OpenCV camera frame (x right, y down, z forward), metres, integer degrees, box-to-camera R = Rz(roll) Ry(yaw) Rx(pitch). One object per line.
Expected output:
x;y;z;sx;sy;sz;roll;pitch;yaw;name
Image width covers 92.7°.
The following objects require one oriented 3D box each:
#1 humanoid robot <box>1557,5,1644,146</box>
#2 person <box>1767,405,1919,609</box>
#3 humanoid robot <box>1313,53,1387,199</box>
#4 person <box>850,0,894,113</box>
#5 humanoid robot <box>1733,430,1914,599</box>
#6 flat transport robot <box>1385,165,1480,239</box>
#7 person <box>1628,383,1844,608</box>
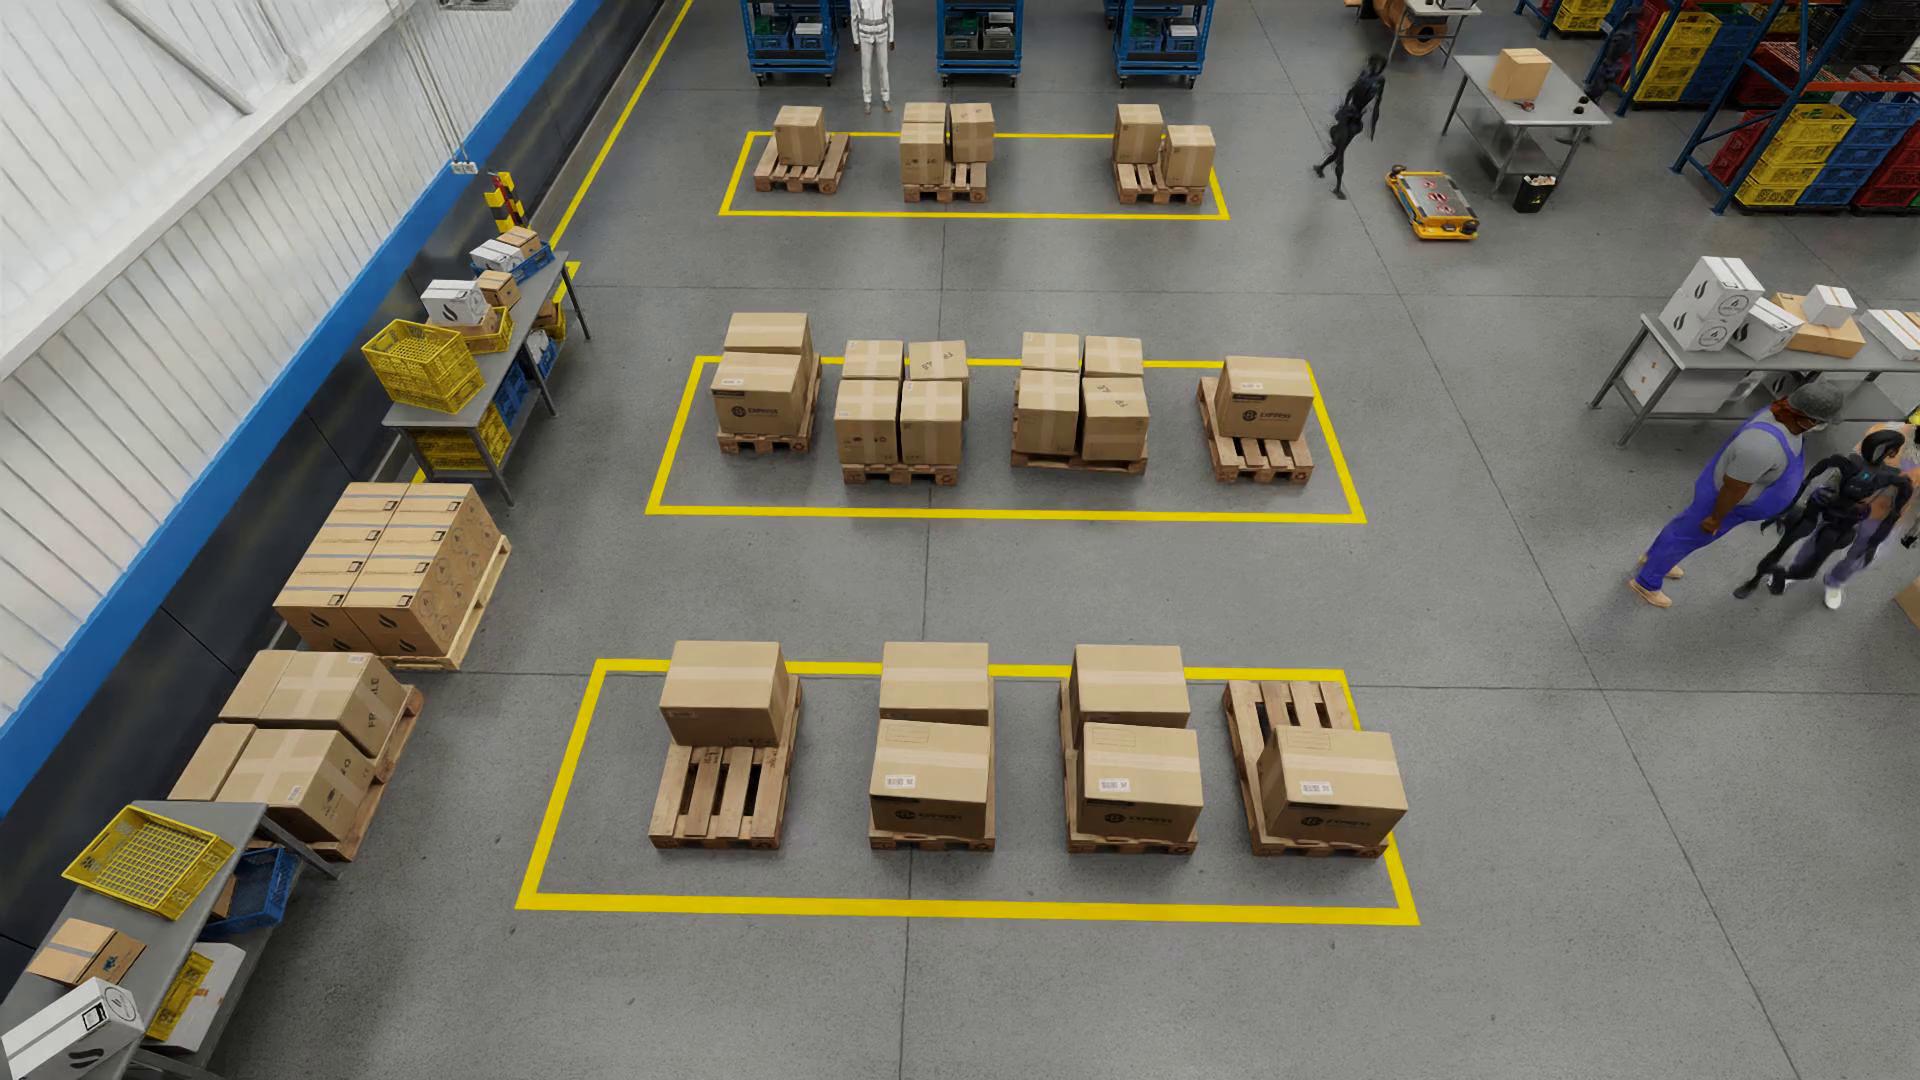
8.216;-5.920;11.717;0.616;1.657;0.308;-36;58;-27;humanoid robot
6.645;-0.253;6.688;0.409;1.889;0.692;-31;56;-24;person
4.653;-5.009;10.982;0.569;1.640;0.748;-21;52;-17;humanoid robot
-1.158;-6.730;12.290;0.573;1.884;0.356;-8;50;-7;person
6.394;-0.134;6.728;0.661;1.642;0.446;37;58;27;humanoid robot
5.692;-4.094;11.059;0.652;0.197;1.431;1;49;1;flat transport robot
5.621;-0.318;6.638;0.540;2.000;0.687;33;57;26;person
